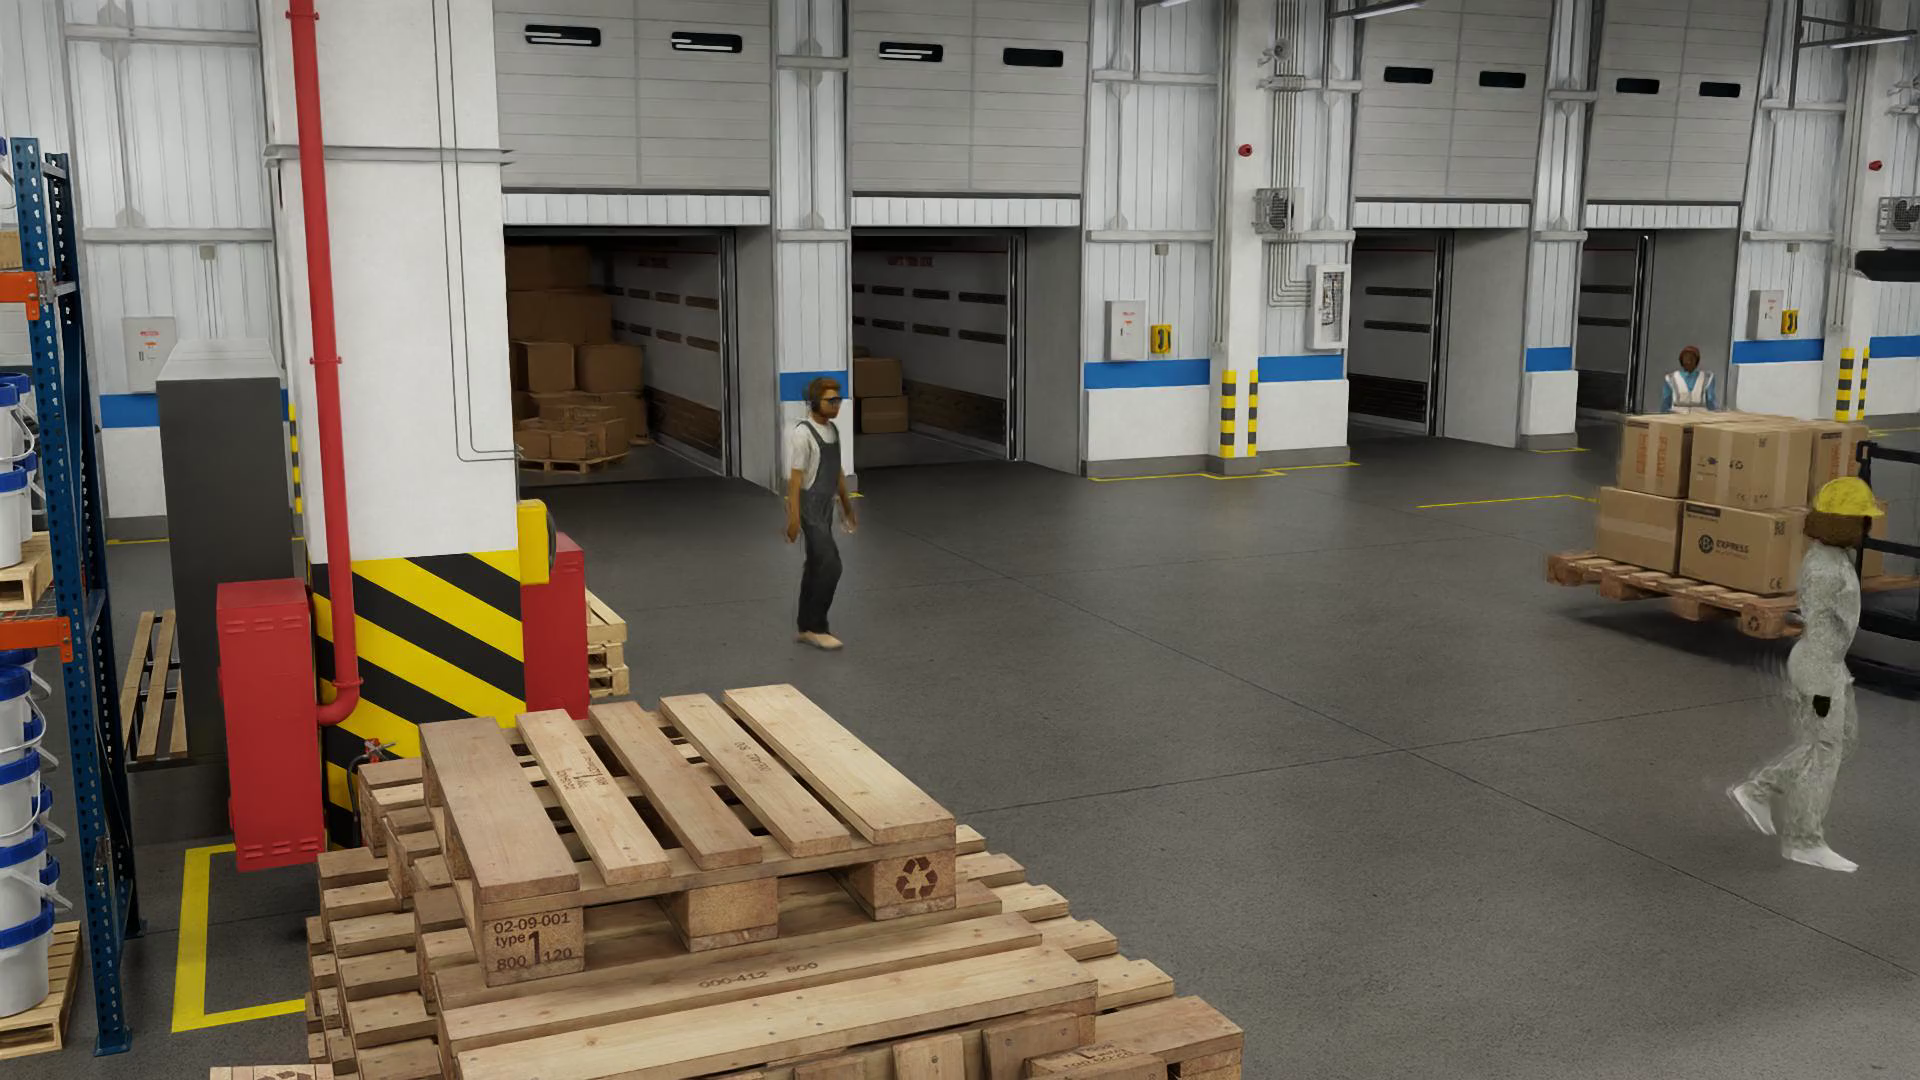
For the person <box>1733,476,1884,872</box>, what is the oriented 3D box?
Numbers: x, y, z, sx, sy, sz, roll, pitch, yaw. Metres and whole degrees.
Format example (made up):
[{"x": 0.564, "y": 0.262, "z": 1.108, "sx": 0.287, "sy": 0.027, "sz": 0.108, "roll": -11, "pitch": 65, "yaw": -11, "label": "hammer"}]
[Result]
[{"x": 3.712, "y": 0.569, "z": 7.222, "sx": 0.440, "sy": 1.725, "sz": 0.496, "roll": 7, "pitch": 12, "yaw": 32, "label": "person"}]

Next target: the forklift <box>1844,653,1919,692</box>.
[{"x": 6.271, "y": -0.417, "z": 9.482, "sx": 1.129, "sy": 2.768, "sz": 1.873, "roll": -4, "pitch": 11, "yaw": -23, "label": "forklift"}]

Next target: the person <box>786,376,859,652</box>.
[{"x": -0.887, "y": -0.169, "z": 11.025, "sx": 0.572, "sy": 1.824, "sz": 0.520, "roll": 3, "pitch": 11, "yaw": 18, "label": "person"}]

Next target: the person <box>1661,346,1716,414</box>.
[{"x": 7.574, "y": -1.218, "z": 17.345, "sx": 0.522, "sy": 1.621, "sz": 0.623, "roll": 3, "pitch": 11, "yaw": 15, "label": "person"}]
